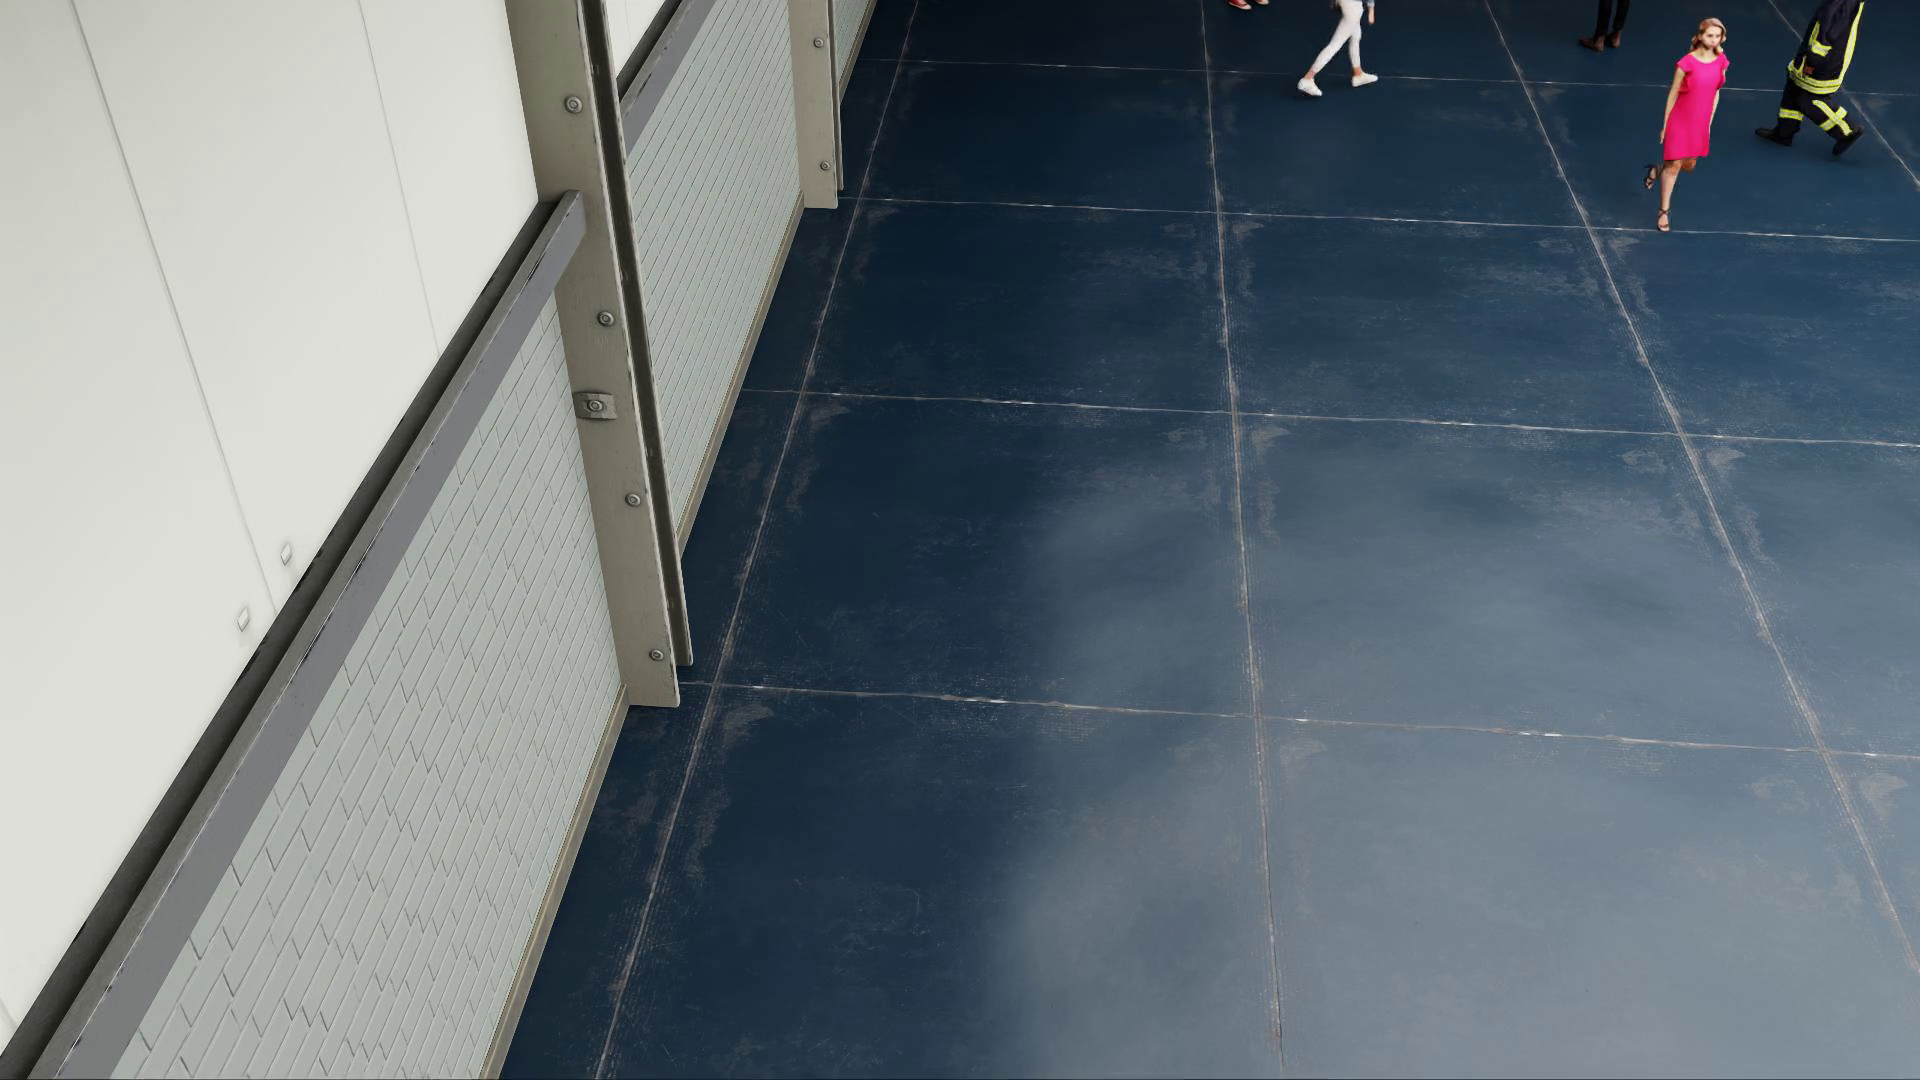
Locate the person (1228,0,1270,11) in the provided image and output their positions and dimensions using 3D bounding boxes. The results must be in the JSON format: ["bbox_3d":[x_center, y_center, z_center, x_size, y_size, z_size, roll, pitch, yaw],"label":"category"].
[{"bbox_3d":[3.033,-6.330,16.984,0.695,1.752,0.752,-27,46,-30],"label":"person"}]

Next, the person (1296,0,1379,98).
[{"bbox_3d":[3.470,-4.847,15.161,0.989,1.662,1.149,-11,39,-14],"label":"person"}]

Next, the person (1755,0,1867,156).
[{"bbox_3d":[7.454,-4.138,14.141,1.063,1.803,1.144,20,42,23],"label":"person"}]

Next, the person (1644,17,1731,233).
[{"bbox_3d":[5.724,-3.322,13.175,0.694,1.708,0.903,-4,38,-5],"label":"person"}]

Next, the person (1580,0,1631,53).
[{"bbox_3d":[6.406,-5.666,16.067,0.775,1.836,0.739,-13,40,-16],"label":"person"}]
